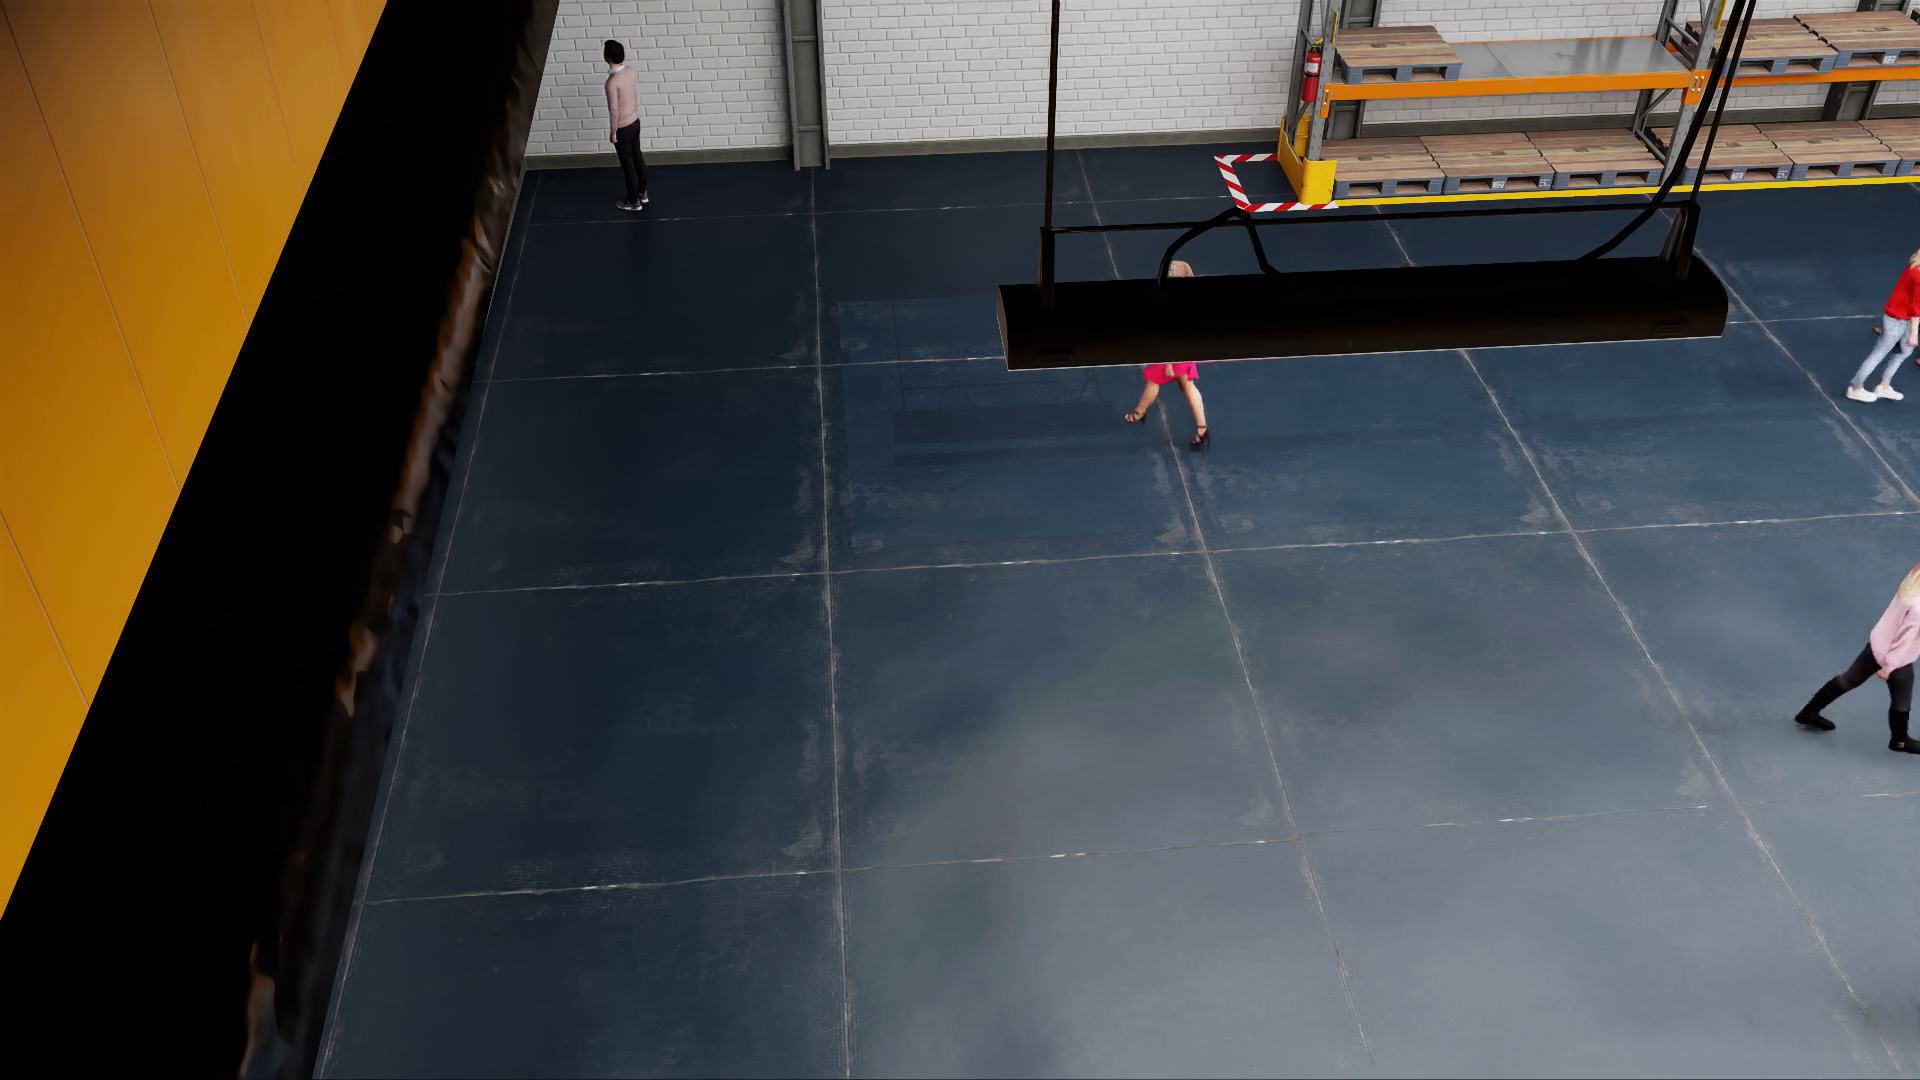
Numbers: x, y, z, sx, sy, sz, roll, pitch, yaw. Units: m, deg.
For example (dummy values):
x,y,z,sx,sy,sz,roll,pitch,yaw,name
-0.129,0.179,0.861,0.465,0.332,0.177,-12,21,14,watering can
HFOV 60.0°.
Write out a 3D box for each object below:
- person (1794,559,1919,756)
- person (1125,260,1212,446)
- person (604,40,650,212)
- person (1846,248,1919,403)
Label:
x,y,z,sx,sy,sz,roll,pitch,yaw,name
6.115,0.726,11.094,1.170,1.644,0.878,11,40,14,person
1.867,-1.520,13.879,1.107,1.679,1.008,24,44,27,person
-3.482,-4.312,17.271,0.708,1.809,0.708,15,41,18,person
8.025,-1.915,14.364,0.838,1.691,0.788,13,40,16,person
